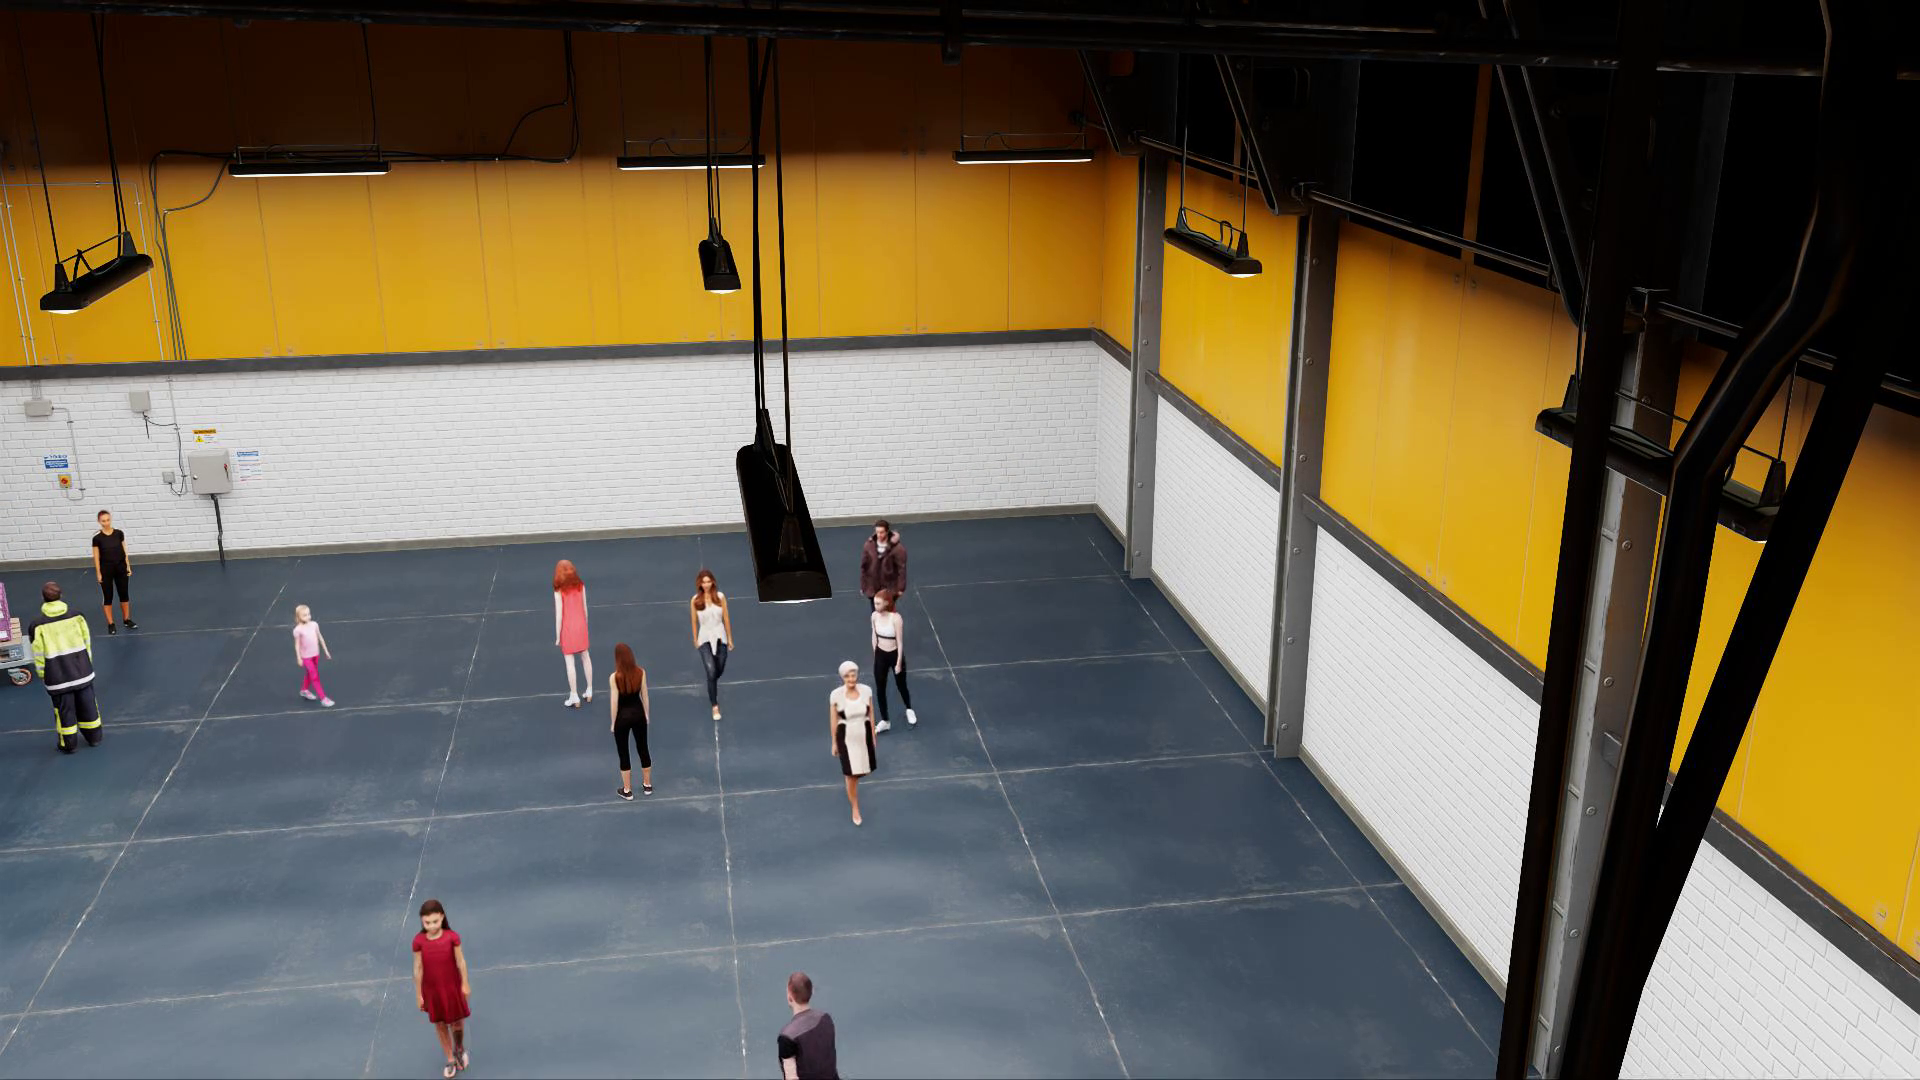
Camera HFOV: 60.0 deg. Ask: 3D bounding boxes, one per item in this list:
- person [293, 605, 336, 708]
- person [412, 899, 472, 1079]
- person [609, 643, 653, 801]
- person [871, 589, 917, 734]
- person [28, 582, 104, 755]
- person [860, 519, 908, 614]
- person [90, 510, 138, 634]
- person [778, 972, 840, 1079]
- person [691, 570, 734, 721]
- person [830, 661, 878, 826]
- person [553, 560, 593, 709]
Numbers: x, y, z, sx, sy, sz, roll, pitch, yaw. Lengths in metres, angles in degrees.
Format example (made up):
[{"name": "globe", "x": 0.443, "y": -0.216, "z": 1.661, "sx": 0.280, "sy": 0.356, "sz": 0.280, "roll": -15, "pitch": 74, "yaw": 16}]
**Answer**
[{"name": "person", "x": -7.817, "y": 1.367, "z": 19.911, "sx": 0.895, "sy": 1.245, "sz": 0.882, "roll": 10, "pitch": 21, "yaw": 28}, {"name": "person", "x": -4.083, "y": 3.489, "z": 13.140, "sx": 0.553, "sy": 1.544, "sz": 0.621, "roll": -4, "pitch": 19, "yaw": -11}, {"name": "person", "x": -3.492, "y": 1.901, "z": 17.573, "sx": 0.641, "sy": 1.724, "sz": 0.624, "roll": -11, "pitch": 22, "yaw": -30}, {"name": "person", "x": -0.756, "y": 1.369, "z": 19.159, "sx": 0.902, "sy": 1.720, "sz": 0.991, "roll": 9, "pitch": 21, "yaw": 25}, {"name": "person", "x": -10.020, "y": 1.411, "z": 18.624, "sx": 0.888, "sy": 1.983, "sz": 0.868, "roll": 17, "pitch": 25, "yaw": 40}, {"name": "person", "x": -0.954, "y": 0.587, "z": 21.300, "sx": 0.889, "sy": 1.836, "sz": 0.914, "roll": 7, "pitch": 20, "yaw": 21}, {"name": "person", "x": -11.295, "y": 0.392, "z": 22.145, "sx": 0.686, "sy": 1.667, "sz": 0.654, "roll": 16, "pitch": 25, "yaw": 40}, {"name": "person", "x": -0.955, "y": 3.922, "z": 11.490, "sx": 1.154, "sy": 1.777, "sz": 1.057, "roll": 14, "pitch": 23, "yaw": 36}, {"name": "person", "x": -2.931, "y": 1.179, "z": 19.664, "sx": 0.722, "sy": 1.758, "sz": 1.120, "roll": -7, "pitch": 20, "yaw": -19}, {"name": "person", "x": -1.101, "y": 2.045, "z": 17.126, "sx": 0.685, "sy": 1.737, "sz": 0.897, "roll": -5, "pitch": 19, "yaw": -15}, {"name": "person", "x": -4.594, "y": 1.104, "z": 19.781, "sx": 0.698, "sy": 1.826, "sz": 0.674, "roll": 18, "pitch": 25, "yaw": 42}]
